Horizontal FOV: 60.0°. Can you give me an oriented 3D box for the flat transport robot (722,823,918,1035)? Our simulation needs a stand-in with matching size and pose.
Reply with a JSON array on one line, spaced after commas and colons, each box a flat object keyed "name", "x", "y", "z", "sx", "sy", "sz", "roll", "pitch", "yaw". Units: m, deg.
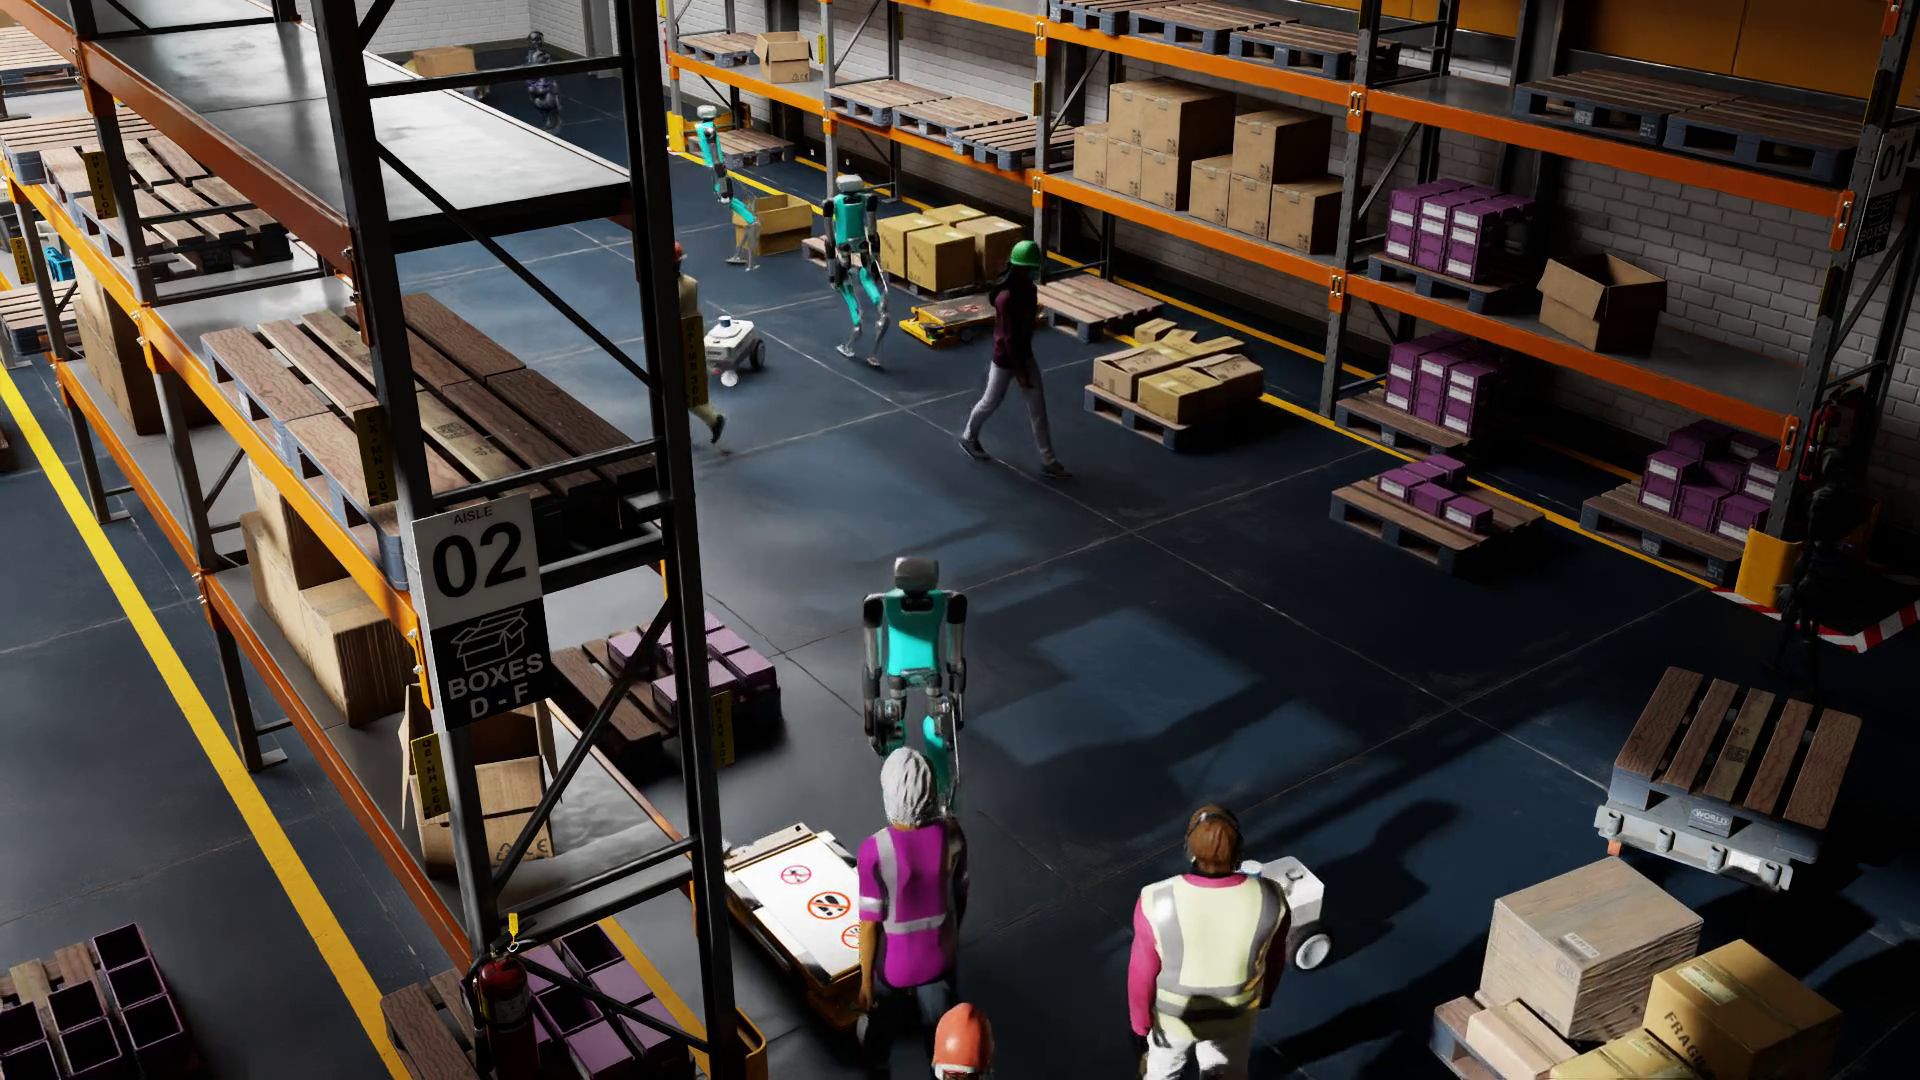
[{"name": "flat transport robot", "x": -0.699, "y": 1.865, "z": 8.278, "sx": 0.659, "sy": 0.231, "sz": 1.431, "roll": -18, "pitch": 32, "yaw": -31}]

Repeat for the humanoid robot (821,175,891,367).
[{"name": "humanoid robot", "x": -0.888, "y": -2.371, "z": 15.094, "sx": 0.536, "sy": 1.765, "sz": 0.914, "roll": -12, "pitch": 29, "yaw": -23}]

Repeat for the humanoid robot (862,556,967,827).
[{"name": "humanoid robot", "x": -0.189, "y": 1.035, "z": 8.344, "sx": 0.559, "sy": 1.814, "sz": 0.804, "roll": -5, "pitch": 27, "yaw": -9}]

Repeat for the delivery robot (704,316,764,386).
[{"name": "delivery robot", "x": -2.115, "y": -1.751, "z": 15.147, "sx": 0.499, "sy": 0.590, "sz": 0.761, "roll": 5, "pitch": 27, "yaw": 10}]

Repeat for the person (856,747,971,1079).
[{"name": "person", "x": -0.221, "y": 1.679, "z": 6.942, "sx": 0.546, "sy": 1.789, "sz": 0.987, "roll": -9, "pitch": 28, "yaw": -18}]

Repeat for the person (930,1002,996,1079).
[{"name": "person", "x": -0.020, "y": 2.357, "z": 5.703, "sx": 0.567, "sy": 1.699, "sz": 0.844, "roll": 8, "pitch": 28, "yaw": 15}]

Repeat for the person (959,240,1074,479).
[{"name": "person", "x": 0.425, "y": -1.442, "z": 13.053, "sx": 1.066, "sy": 1.892, "sz": 0.482, "roll": 22, "pitch": 34, "yaw": 37}]

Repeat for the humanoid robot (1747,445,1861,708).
[{"name": "humanoid robot", "x": 5.146, "y": 0.193, "z": 10.051, "sx": 0.585, "sy": 1.642, "sz": 0.605, "roll": -24, "pitch": 35, "yaw": -39}]

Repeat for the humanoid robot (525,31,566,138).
[{"name": "humanoid robot", "x": -5.589, "y": -5.994, "z": 22.361, "sx": 0.609, "sy": 1.644, "sz": 0.334, "roll": 20, "pitch": 33, "yaw": 35}]

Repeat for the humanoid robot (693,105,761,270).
[{"name": "humanoid robot", "x": -2.403, "y": -3.782, "z": 17.884, "sx": 0.807, "sy": 1.786, "sz": 0.597, "roll": -9, "pitch": 28, "yaw": -18}]

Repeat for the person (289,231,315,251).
[{"name": "person", "x": -5.880, "y": -2.270, "z": 14.991, "sx": 0.510, "sy": 1.620, "sz": 0.330, "roll": 15, "pitch": 30, "yaw": 28}]

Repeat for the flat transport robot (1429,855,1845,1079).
[{"name": "flat transport robot", "x": 2.716, "y": 2.471, "z": 7.071, "sx": 1.431, "sy": 0.231, "sz": 0.659, "roll": -13, "pitch": 29, "yaw": -24}]

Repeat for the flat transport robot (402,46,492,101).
[{"name": "flat transport robot", "x": -7.744, "y": -6.575, "z": 25.065, "sx": 0.659, "sy": 0.231, "sz": 1.431, "roll": 0, "pitch": 27, "yaw": 1}]

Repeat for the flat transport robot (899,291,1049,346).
[{"name": "flat transport robot", "x": 0.181, "y": -2.195, "z": 16.354, "sx": 1.431, "sy": 0.231, "sz": 0.659, "roll": -15, "pitch": 30, "yaw": -27}]

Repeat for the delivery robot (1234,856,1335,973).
[{"name": "delivery robot", "x": 1.429, "y": 1.826, "z": 8.059, "sx": 0.786, "sy": 0.614, "sz": 0.525, "roll": -12, "pitch": 29, "yaw": -22}]

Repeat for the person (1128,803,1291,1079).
[{"name": "person", "x": 0.973, "y": 1.806, "z": 6.698, "sx": 0.642, "sy": 1.798, "sz": 0.874, "roll": -1, "pitch": 27, "yaw": -1}]

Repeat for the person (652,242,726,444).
[{"name": "person", "x": -2.255, "y": -1.585, "z": 13.504, "sx": 0.641, "sy": 1.734, "sz": 0.569, "roll": 6, "pitch": 27, "yaw": 12}]
